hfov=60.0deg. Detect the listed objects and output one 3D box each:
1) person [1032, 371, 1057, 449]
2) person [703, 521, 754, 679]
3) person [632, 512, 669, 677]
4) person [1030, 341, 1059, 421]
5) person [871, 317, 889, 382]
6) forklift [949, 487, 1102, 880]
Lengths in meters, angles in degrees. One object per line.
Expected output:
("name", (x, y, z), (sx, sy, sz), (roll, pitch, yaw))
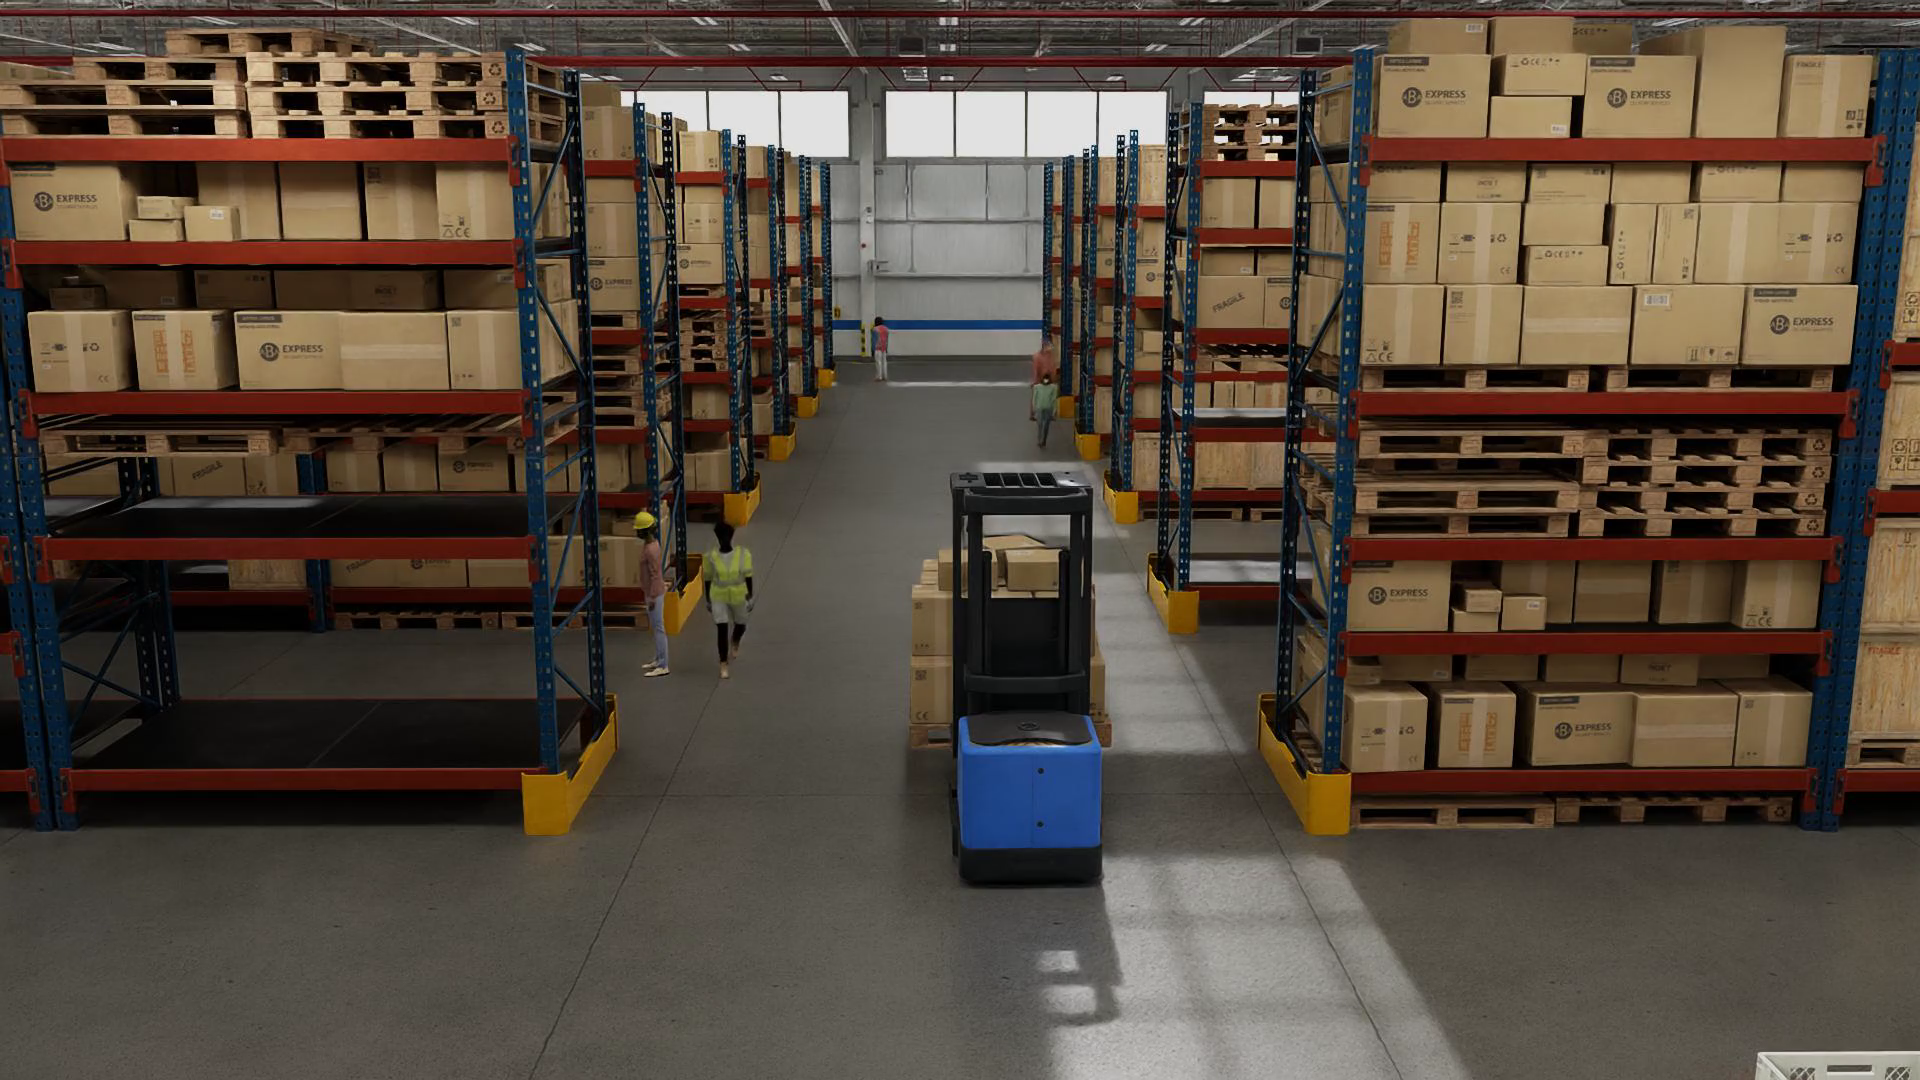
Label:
("person", (1.740, -2.679, 34.206), (0.510, 1.577, 0.894), (0, 11, 0))
("person", (-2.474, 0.599, 17.728), (0.533, 1.670, 0.652), (-3, 12, -13))
("person", (-3.286, 0.574, 17.649), (0.336, 1.759, 0.528), (-2, 12, -12))
("person", (1.950, -3.659, 38.367), (0.764, 1.865, 0.782), (-9, 14, -38))
("person", (-2.283, -5.386, 46.980), (0.429, 1.841, 0.634), (9, 14, 37))
("forklift", (0.495, 0.986, 12.813), (1.129, 2.768, 1.873), (0, 11, -2))
